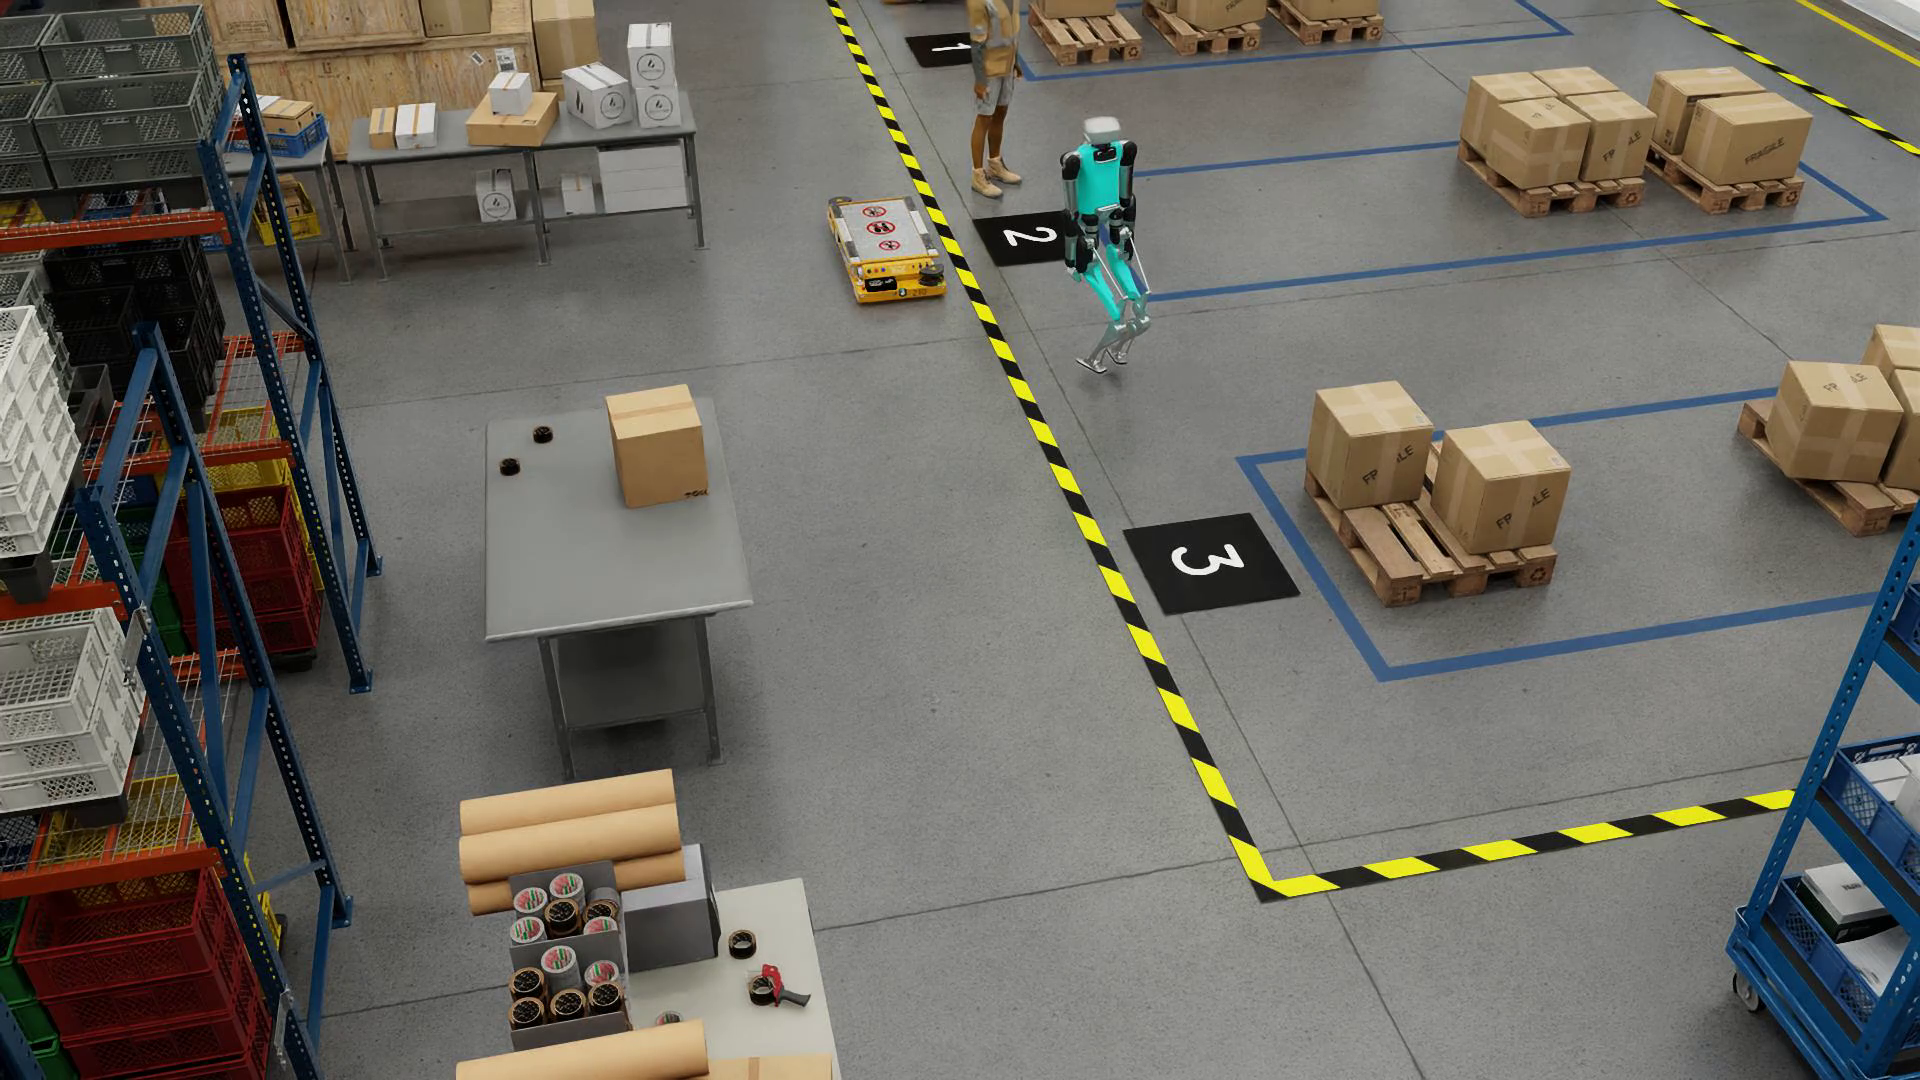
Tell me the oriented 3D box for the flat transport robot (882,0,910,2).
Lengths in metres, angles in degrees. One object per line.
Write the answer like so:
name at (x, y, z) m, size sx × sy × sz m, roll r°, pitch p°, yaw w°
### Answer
flat transport robot at (-0.175, -5.892, 17.450) m, size 1.431 × 0.197 × 0.652 m, roll -8°, pitch 37°, yaw -10°

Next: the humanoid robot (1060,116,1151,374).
humanoid robot at (0.994, -1.818, 10.654) m, size 0.533 × 1.677 × 0.735 m, roll -18°, pitch 40°, yaw -22°

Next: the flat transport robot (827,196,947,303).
flat transport robot at (-0.570, -2.220, 12.538) m, size 0.659 × 0.231 × 1.431 m, roll -8°, pitch 37°, yaw -10°

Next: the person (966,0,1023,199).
person at (0.302, -3.719, 13.066) m, size 0.378 × 2.045 × 0.604 m, roll 22°, pitch 42°, yaw 27°
